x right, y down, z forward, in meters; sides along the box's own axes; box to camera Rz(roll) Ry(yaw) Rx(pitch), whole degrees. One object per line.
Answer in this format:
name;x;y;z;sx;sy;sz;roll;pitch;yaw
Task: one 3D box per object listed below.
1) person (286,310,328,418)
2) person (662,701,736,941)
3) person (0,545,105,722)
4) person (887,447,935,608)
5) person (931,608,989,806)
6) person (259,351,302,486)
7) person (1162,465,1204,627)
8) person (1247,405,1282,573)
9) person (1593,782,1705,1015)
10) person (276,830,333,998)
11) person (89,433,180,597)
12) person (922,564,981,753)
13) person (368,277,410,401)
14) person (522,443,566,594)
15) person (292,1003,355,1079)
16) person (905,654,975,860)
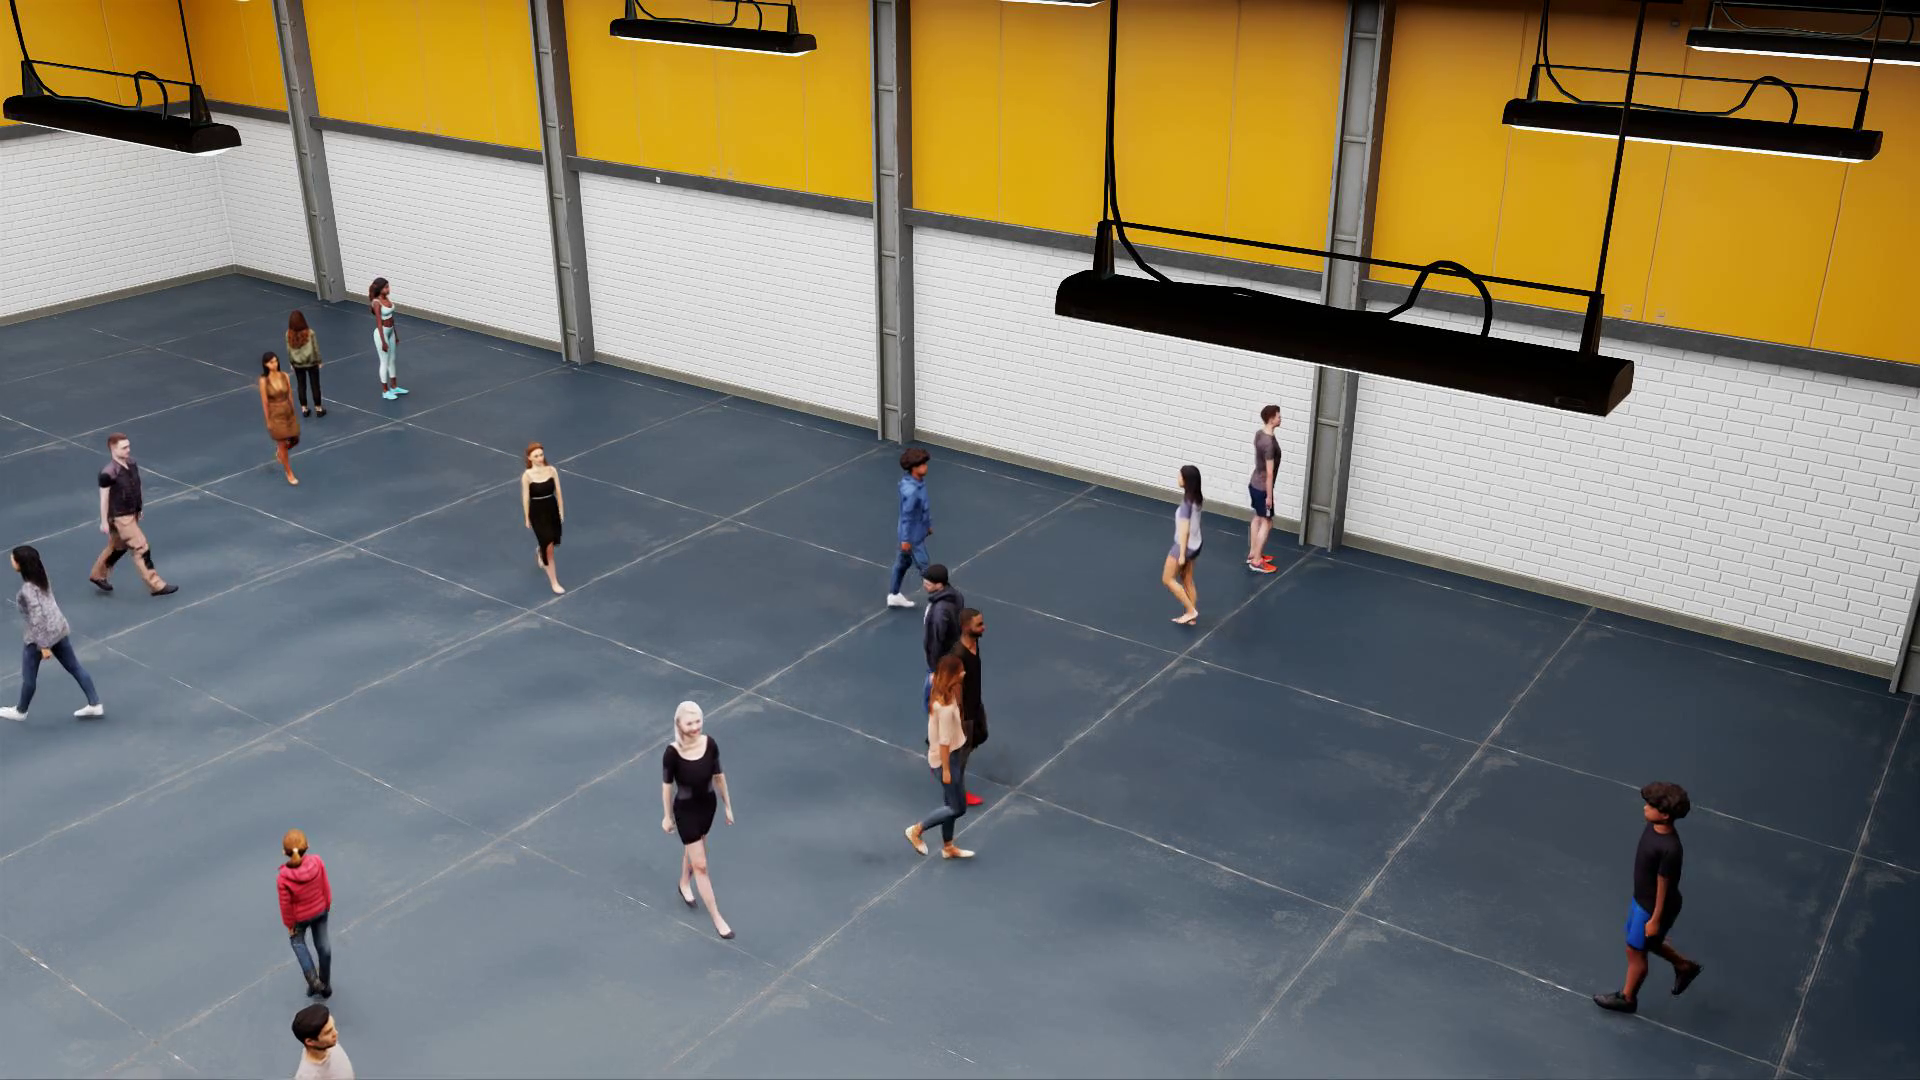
person;-8.866;-2.391;22.529;0.643;1.478;0.725;-2;24;-4
person;-1.980;1.970;12.161;0.838;1.791;1.192;-17;29;-34
person;-8.041;0.862;14.823;1.201;1.690;1.082;-2;24;-4
person;-0.563;-0.083;16.876;1.181;1.777;0.985;4;24;9
person;-0.053;1.345;13.596;0.840;1.788;0.816;8;25;18
person;-8.301;-1.488;20.216;0.757;1.676;0.586;18;29;35
person;2.332;0.092;16.545;0.653;1.722;0.647;10;26;22
person;3.253;-0.571;17.902;0.802;1.850;0.772;1;24;1
person;4.751;2.422;11.151;1.078;1.772;0.922;1;24;3
person;-4.428;2.581;11.366;0.579;1.309;0.619;-19;30;-36
person;-8.778;-0.237;17.222;1.306;1.781;1.113;2;24;4
person;-0.046;1.070;14.128;0.927;1.866;0.850;8;25;17
person;-8.024;-2.828;23.220;0.656;1.724;0.643;4;24;9
person;-4.413;-0.274;17.537;0.770;1.597;1.080;-17;29;-34
person;-3.540;3.283;9.271;1.073;1.701;1.019;-4;24;-9
person;-0.189;1.698;12.799;0.906;1.779;0.819;1;24;2
